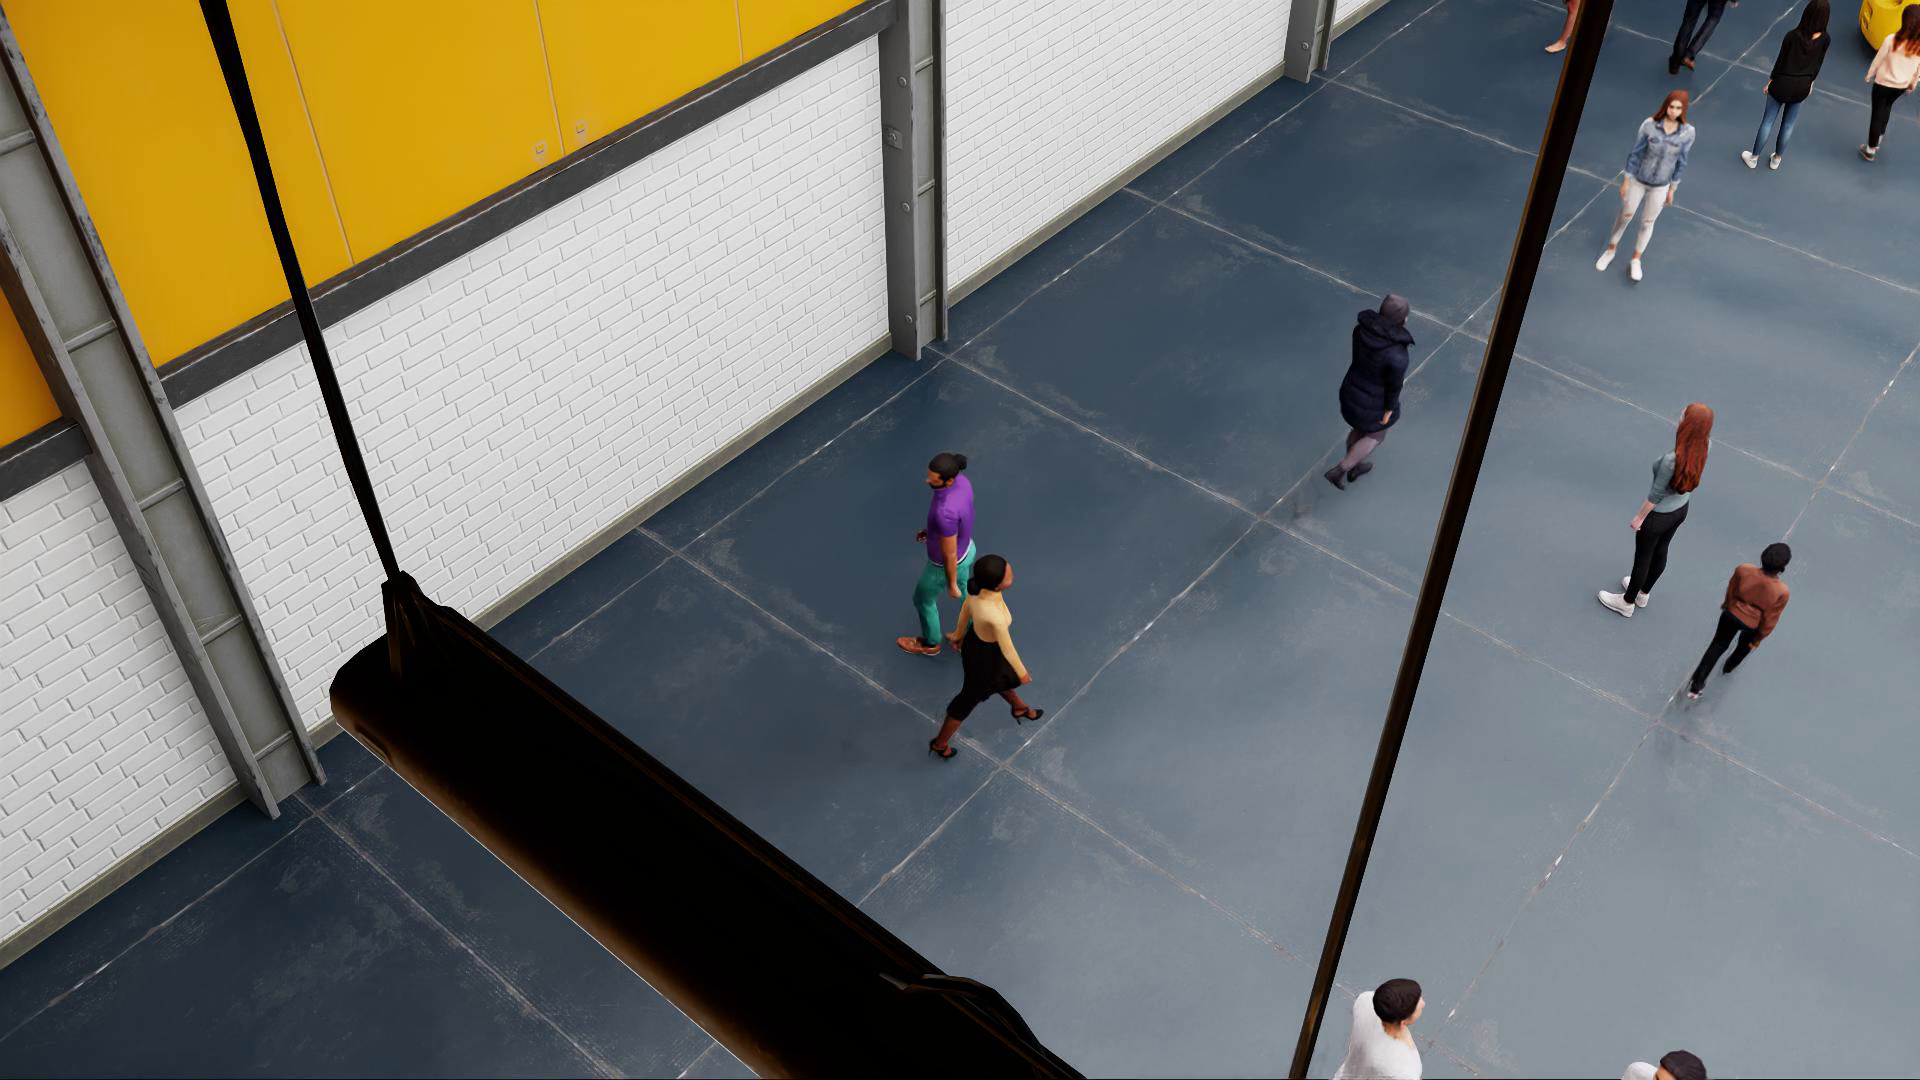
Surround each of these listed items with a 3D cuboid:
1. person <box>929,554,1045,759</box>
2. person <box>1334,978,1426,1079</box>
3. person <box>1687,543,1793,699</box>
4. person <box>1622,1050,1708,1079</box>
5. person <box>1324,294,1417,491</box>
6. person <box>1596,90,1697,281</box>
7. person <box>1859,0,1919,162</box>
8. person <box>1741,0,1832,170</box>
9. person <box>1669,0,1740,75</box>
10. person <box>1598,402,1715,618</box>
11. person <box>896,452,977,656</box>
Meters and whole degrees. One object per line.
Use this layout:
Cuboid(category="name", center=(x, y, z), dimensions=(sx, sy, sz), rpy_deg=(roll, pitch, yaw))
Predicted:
Cuboid(category="person", center=(0.058, 0.747, 10.027), dimensions=(1.112, 1.606, 0.951), rpy_deg=(-12, 45, -13))
Cuboid(category="person", center=(1.864, 2.653, 7.850), dimensions=(0.947, 1.850, 0.888), rpy_deg=(-9, 44, -9))
Cuboid(category="person", center=(4.928, 0.526, 10.528), dimensions=(0.503, 1.234, 0.875), rpy_deg=(29, 51, 27))
Cuboid(category="person", center=(3.216, 2.851, 7.735), dimensions=(1.145, 1.721, 0.795), rpy_deg=(-28, 50, -26))
Cuboid(category="person", center=(2.861, -1.005, 11.824), dimensions=(0.894, 1.663, 0.781), rpy_deg=(-25, 49, -24))
Cuboid(category="person", center=(5.756, -2.991, 13.880), dimensions=(0.682, 1.704, 0.652), rpy_deg=(14, 45, 15))
Cuboid(category="person", center=(8.579, -4.170, 15.297), dimensions=(0.703, 1.456, 0.755), rpy_deg=(4, 44, 4))
Cuboid(category="person", center=(7.565, -4.151, 15.139), dimensions=(0.645, 1.647, 0.664), rpy_deg=(7, 44, 7))
Cuboid(category="person", center=(7.369, -5.391, 16.341), dimensions=(0.823, 1.784, 0.686), rpy_deg=(22, 48, 21))
Cuboid(category="person", center=(4.612, -0.189, 10.910), dimensions=(0.589, 1.743, 0.715), rpy_deg=(-22, 48, -21))
Cuboid(category="person", center=(0.023, 0.140, 10.561), dimensions=(0.877, 1.748, 0.878), rpy_deg=(14, 45, 15))
